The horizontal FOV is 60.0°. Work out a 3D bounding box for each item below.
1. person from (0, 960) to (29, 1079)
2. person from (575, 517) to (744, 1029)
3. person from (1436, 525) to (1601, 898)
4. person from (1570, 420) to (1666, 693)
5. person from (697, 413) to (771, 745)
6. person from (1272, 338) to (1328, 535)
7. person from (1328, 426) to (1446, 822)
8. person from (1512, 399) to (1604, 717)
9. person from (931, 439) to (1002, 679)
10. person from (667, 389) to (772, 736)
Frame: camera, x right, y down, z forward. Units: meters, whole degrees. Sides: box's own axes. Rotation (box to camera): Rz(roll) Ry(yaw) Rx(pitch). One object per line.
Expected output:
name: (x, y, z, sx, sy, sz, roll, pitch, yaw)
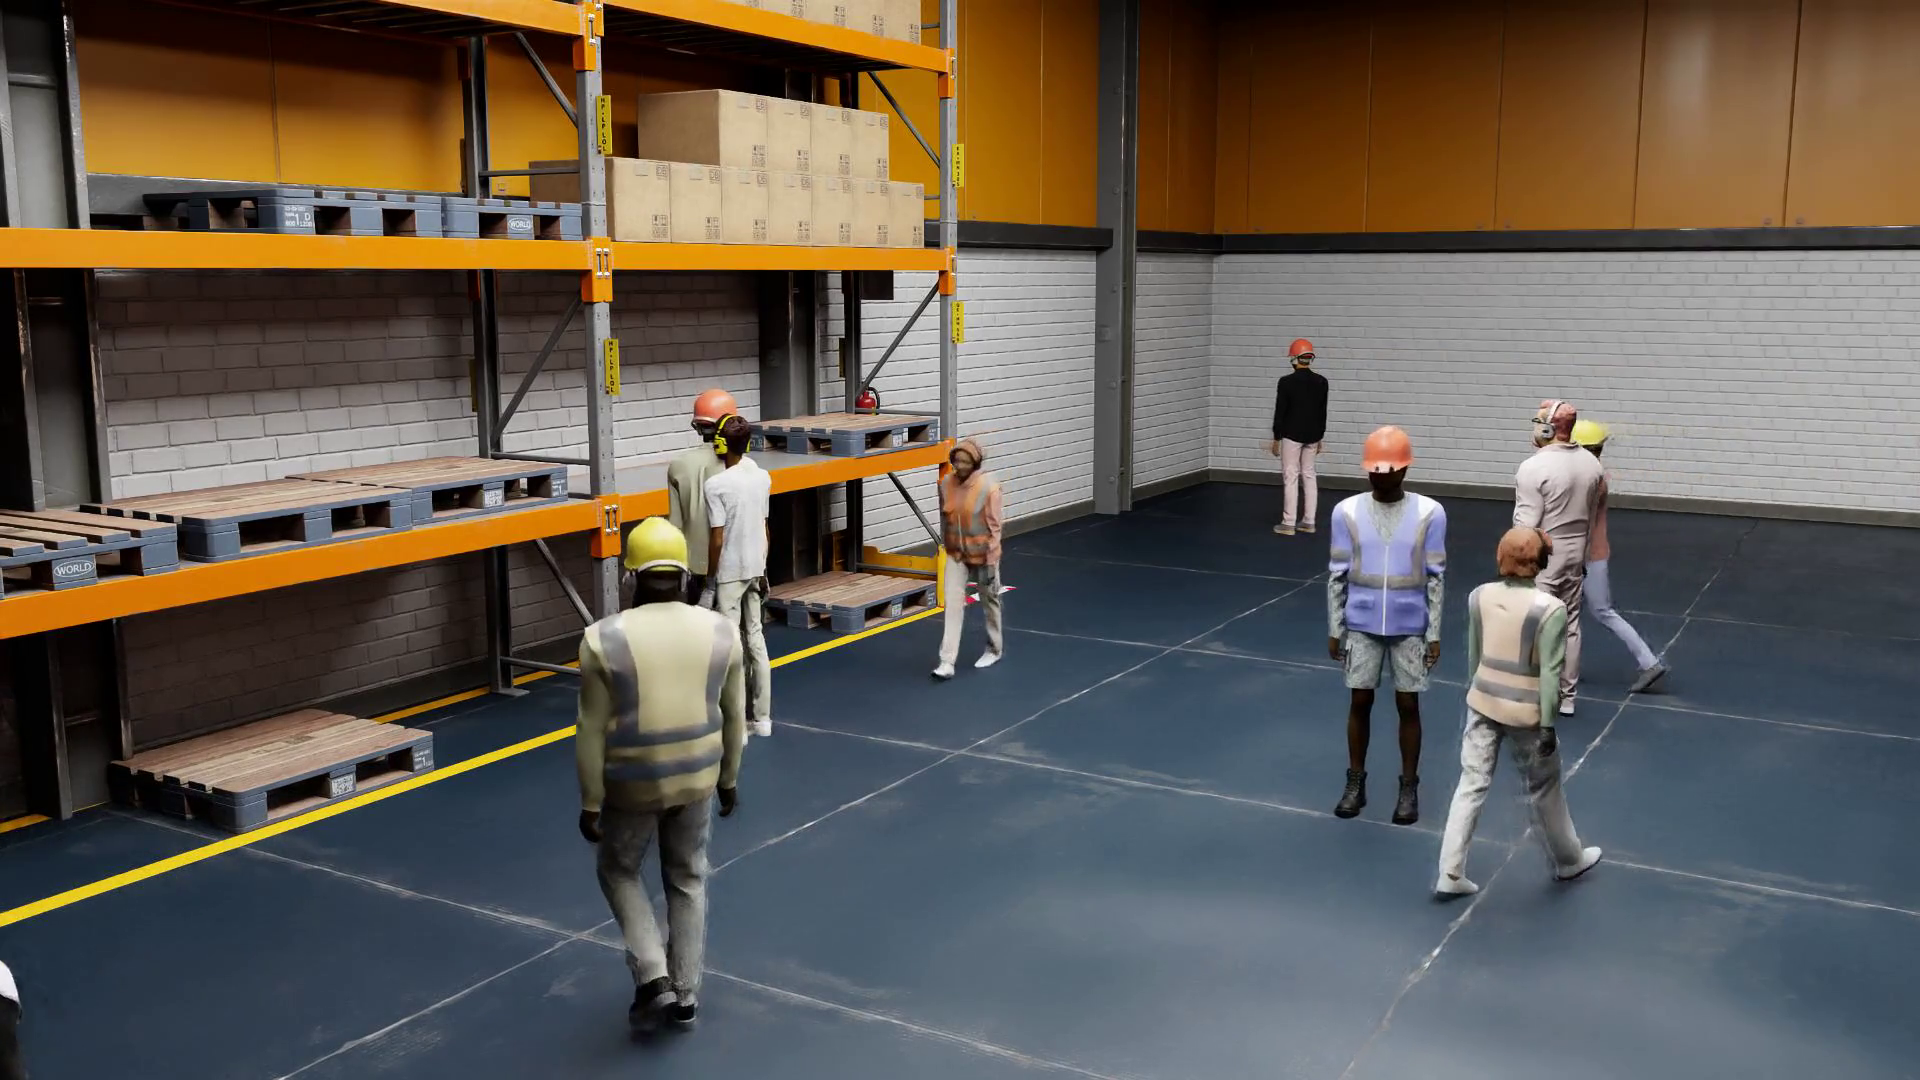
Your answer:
person: (-1.869, 1.270, 2.856, 0.590, 1.868, 1.024, 4, 10, 22)
person: (-1.039, 0.823, 5.780, 0.614, 1.813, 0.431, -5, 10, -28)
person: (2.379, 0.726, 7.097, 0.881, 1.583, 0.523, -6, 11, -33)
person: (4.057, 0.098, 10.587, 0.862, 1.729, 0.522, 3, 9, 16)
person: (-1.278, 0.224, 9.364, 0.328, 1.870, 0.557, 6, 11, 34)
person: (3.450, -1.046, 16.908, 0.617, 1.992, 0.402, -4, 10, -26)
person: (2.034, 0.413, 8.016, 0.555, 1.922, 0.408, 3, 10, 20)
person: (3.470, 0.126, 9.837, 0.649, 1.913, 0.409, -6, 11, -31)
person: (0.066, 0.122, 10.882, 0.522, 1.569, 0.894, 5, 10, 29)
person: (-1.368, 0.138, 9.498, 0.613, 1.997, 0.372, 4, 10, 21)
